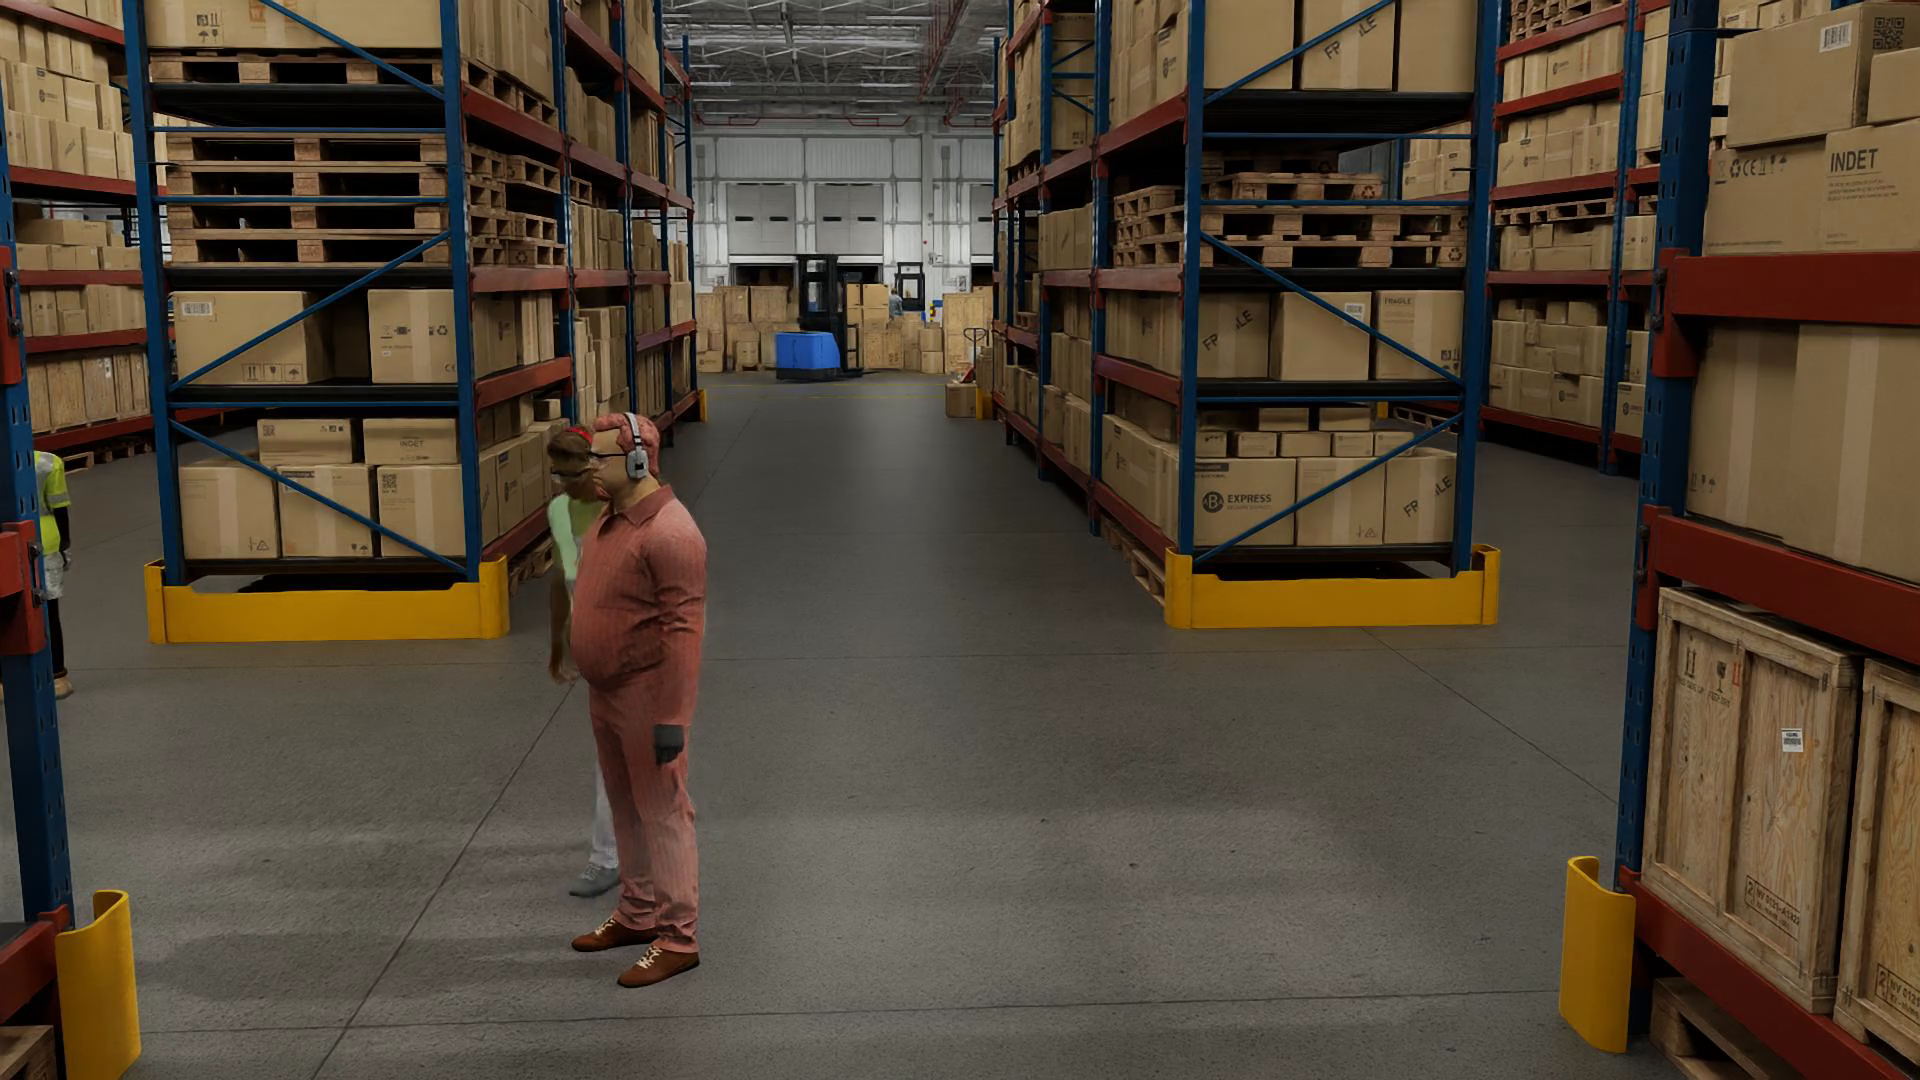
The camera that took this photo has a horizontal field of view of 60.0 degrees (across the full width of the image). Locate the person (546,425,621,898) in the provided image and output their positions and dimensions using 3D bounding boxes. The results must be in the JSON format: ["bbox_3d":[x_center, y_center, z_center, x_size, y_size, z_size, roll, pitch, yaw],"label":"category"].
[{"bbox_3d":[-1.391,0.446,6.458,0.677,1.782,0.840,7,11,38],"label":"person"}]

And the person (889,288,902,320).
[{"bbox_3d":[-2.300,-7.824,57.965,0.636,1.928,0.390,3,10,19],"label":"person"}]

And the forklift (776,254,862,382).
[{"bbox_3d":[-3.174,-4.972,37.048,1.129,2.768,1.873,5,10,30],"label":"forklift"}]

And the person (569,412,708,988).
[{"bbox_3d":[-1.102,0.523,5.593,0.409,1.907,0.651,-6,11,-35],"label":"person"}]

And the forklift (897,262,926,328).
[{"bbox_3d":[-1.777,-8.547,59.496,1.129,2.768,1.873,-1,9,-4],"label":"forklift"}]

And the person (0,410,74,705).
[{"bbox_3d":[-5.179,0.063,9.167,0.535,1.691,0.317,-4,10,-24],"label":"person"}]

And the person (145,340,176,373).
[{"bbox_3d":[-13.971,-3.099,29.084,0.565,1.689,0.535,1,9,5],"label":"person"}]

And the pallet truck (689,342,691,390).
[{"bbox_3d":[-5.225,-3.008,27.480,1.885,1.965,0.823,2,9,14],"label":"pallet truck"}]
